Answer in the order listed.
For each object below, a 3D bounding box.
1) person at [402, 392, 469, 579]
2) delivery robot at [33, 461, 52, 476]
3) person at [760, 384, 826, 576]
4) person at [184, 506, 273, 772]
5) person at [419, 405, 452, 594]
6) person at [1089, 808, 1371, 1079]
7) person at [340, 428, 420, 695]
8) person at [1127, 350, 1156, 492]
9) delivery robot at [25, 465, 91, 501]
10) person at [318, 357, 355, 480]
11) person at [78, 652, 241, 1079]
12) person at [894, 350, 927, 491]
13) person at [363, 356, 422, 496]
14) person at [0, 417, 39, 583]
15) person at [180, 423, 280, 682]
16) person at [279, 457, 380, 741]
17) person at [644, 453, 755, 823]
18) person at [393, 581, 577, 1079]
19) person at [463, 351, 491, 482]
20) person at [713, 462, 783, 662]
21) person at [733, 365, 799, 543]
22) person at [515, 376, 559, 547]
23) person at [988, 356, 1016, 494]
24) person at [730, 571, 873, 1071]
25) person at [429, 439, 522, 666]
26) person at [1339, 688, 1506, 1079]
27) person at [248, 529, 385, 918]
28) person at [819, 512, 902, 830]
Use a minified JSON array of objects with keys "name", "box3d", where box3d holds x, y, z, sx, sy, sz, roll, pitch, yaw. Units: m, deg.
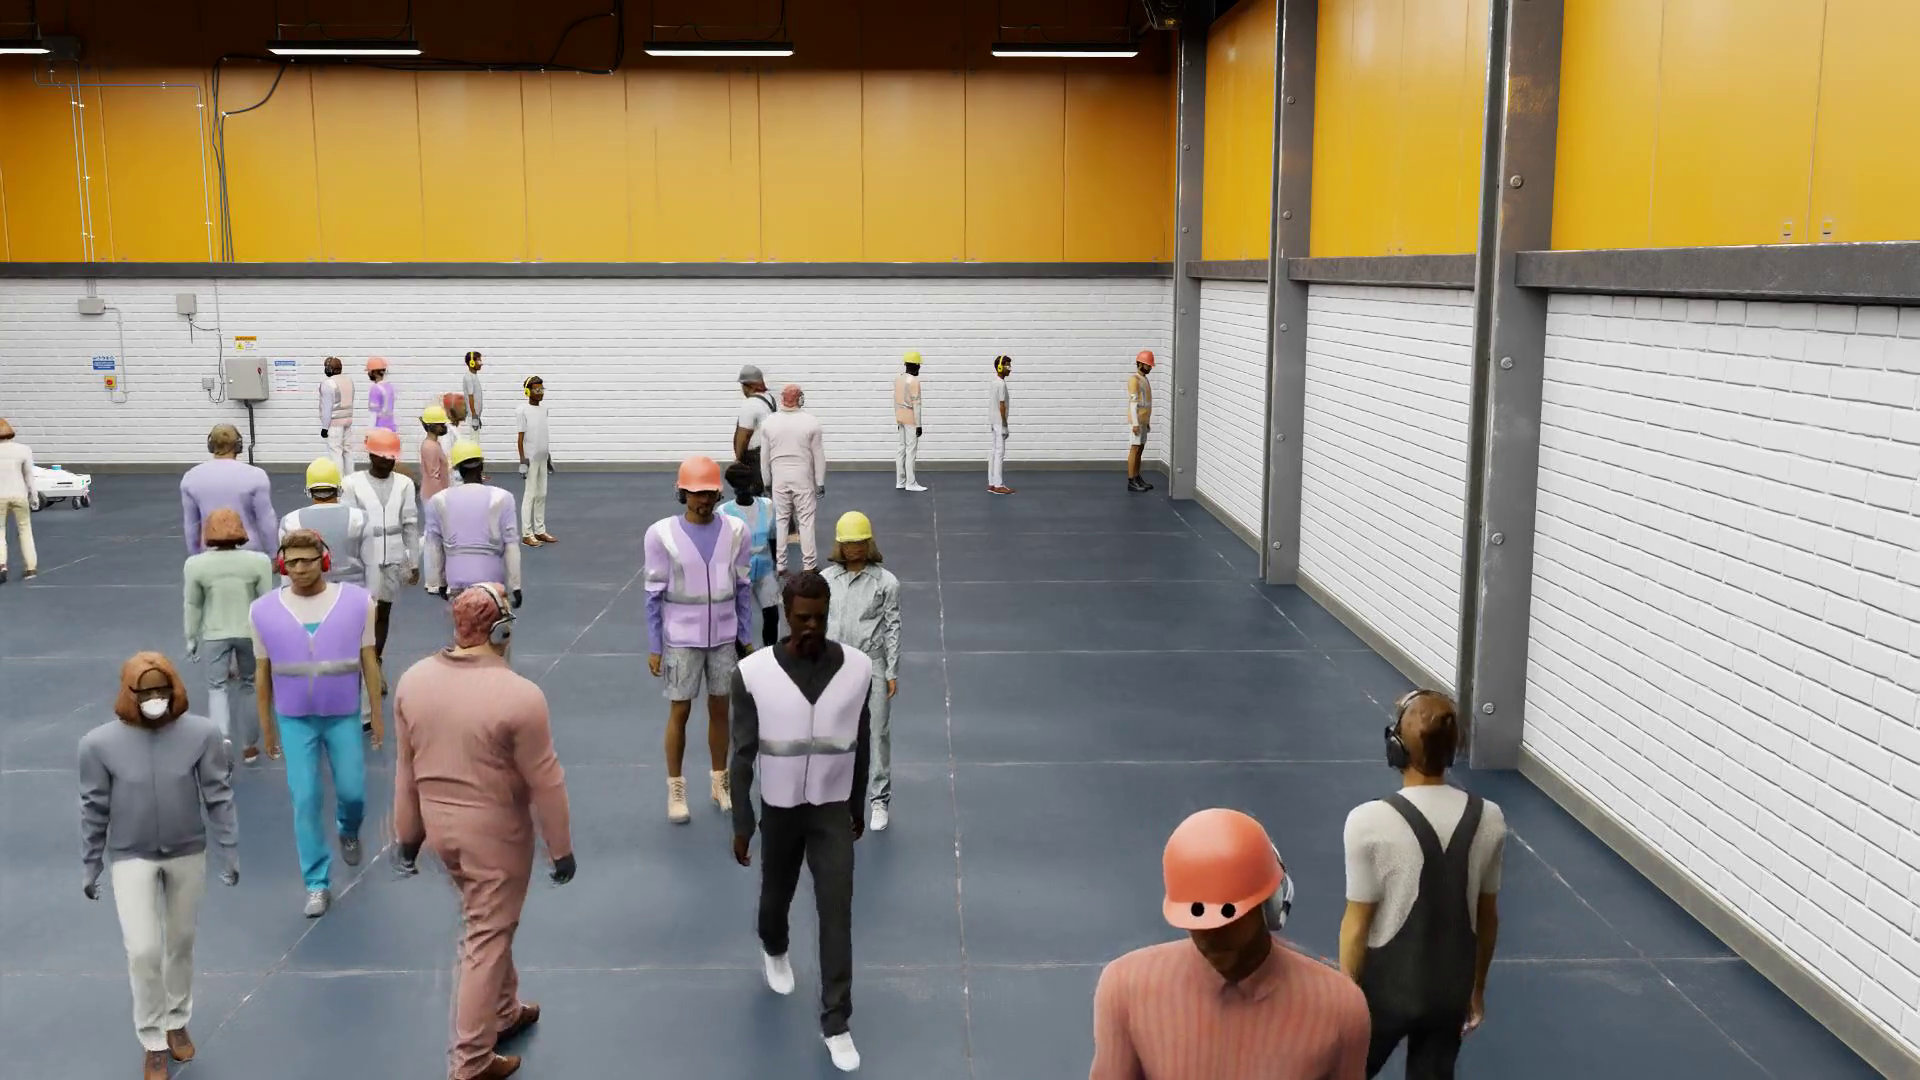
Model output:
[{"name":"person","box3d":[-5.011,-0.507,16.132,0.856,1.854,0.575,-1,9,-8]},{"name":"delivery robot","box3d":[-11.971,-0.773,21.420,0.477,0.478,0.707,1,9,7]},{"name":"person","box3d":[-1.640,-0.591,16.468,0.652,1.904,0.403,1,9,8]},{"name":"person","box3d":[-4.398,0.607,10.042,0.507,1.620,0.651,-4,10,-22]},{"name":"person","box3d":[-4.891,-0.376,15.573,0.316,1.767,0.535,-4,10,-21]},{"name":"person","box3d":[0.595,1.484,3.686,0.601,1.942,1.066,2,10,14]},{"name":"person","box3d":[-4.118,0.154,11.888,0.572,1.901,0.715,-8,12,-41]},{"name":"person","box3d":[2.488,-1.629,22.756,0.374,1.928,0.543,4,10,23]},{"name":"delivery robot","box3d":[-11.383,-0.702,20.988,0.707,0.478,0.477,-2,9,-14]},{"name":"person","box3d":[-8.508,-1.572,22.675,0.429,1.844,0.626,2,10,13]},{"name":"person","box3d":[-2.969,1.220,6.216,0.530,1.610,0.585,-7,11,-35]},{"name":"person","box3d":[-0.676,-1.630,22.767,0.382,1.924,0.594,-6,11,-31]},{"name":"person","box3d":[-7.463,-1.435,21.620,0.870,1.914,0.544,-1,9,-4]},{"name":"person","box3d":[-9.241,-0.375,16.139,0.544,1.632,0.579,-6,11,-33]},{"name":"person","box3d":[-5.281,0.117,12.049,0.643,1.925,0.391,0,9,1]},{"name":"person","box3d":[-4.044,0.380,10.721,0.591,1.837,0.403,-3,10,-17]},{"name":"person","box3d":[-1.413,0.535,9.145,0.614,2.038,0.396,-5,10,-26]},{"name":"person","box3d":[-1.714,1.078,6.284,0.681,1.880,0.777,5,10,26]},{"name":"person","box3d":[-6.897,-1.753,23.700,0.328,1.871,0.513,-2,10,-14]},{"name":"person","box3d":[-1.550,0.250,12.036,0.569,1.658,0.428,-6,11,-33]},{"name":"person","box3d":[-2.230,-0.977,18.416,1.049,2.000,0.676,3,10,15]},{"name":"person","box3d":[-4.650,-0.868,18.286,0.312,1.864,0.538,4,10,23]},{"name":"person","box3d":[0.549,-1.559,22.531,0.335,1.864,0.521,-2,10,-14]},{"name":"person","box3d":[-0.635,1.033,6.639,0.600,1.882,0.996,-3,10,-18]},{"name":"person","box3d":[-3.269,0.265,11.275,0.607,1.884,0.617,-1,9,-4]},{"name":"person","box3d":[1.318,1.331,4.905,0.549,1.829,0.414,-2,9,-13]},{"name":"person","box3d":[-3.062,0.829,7.965,0.577,1.832,0.614,-3,10,-18]},{"name":"person","box3d":[-0.564,0.711,8.993,0.498,1.741,0.326,2,9,13]}]
